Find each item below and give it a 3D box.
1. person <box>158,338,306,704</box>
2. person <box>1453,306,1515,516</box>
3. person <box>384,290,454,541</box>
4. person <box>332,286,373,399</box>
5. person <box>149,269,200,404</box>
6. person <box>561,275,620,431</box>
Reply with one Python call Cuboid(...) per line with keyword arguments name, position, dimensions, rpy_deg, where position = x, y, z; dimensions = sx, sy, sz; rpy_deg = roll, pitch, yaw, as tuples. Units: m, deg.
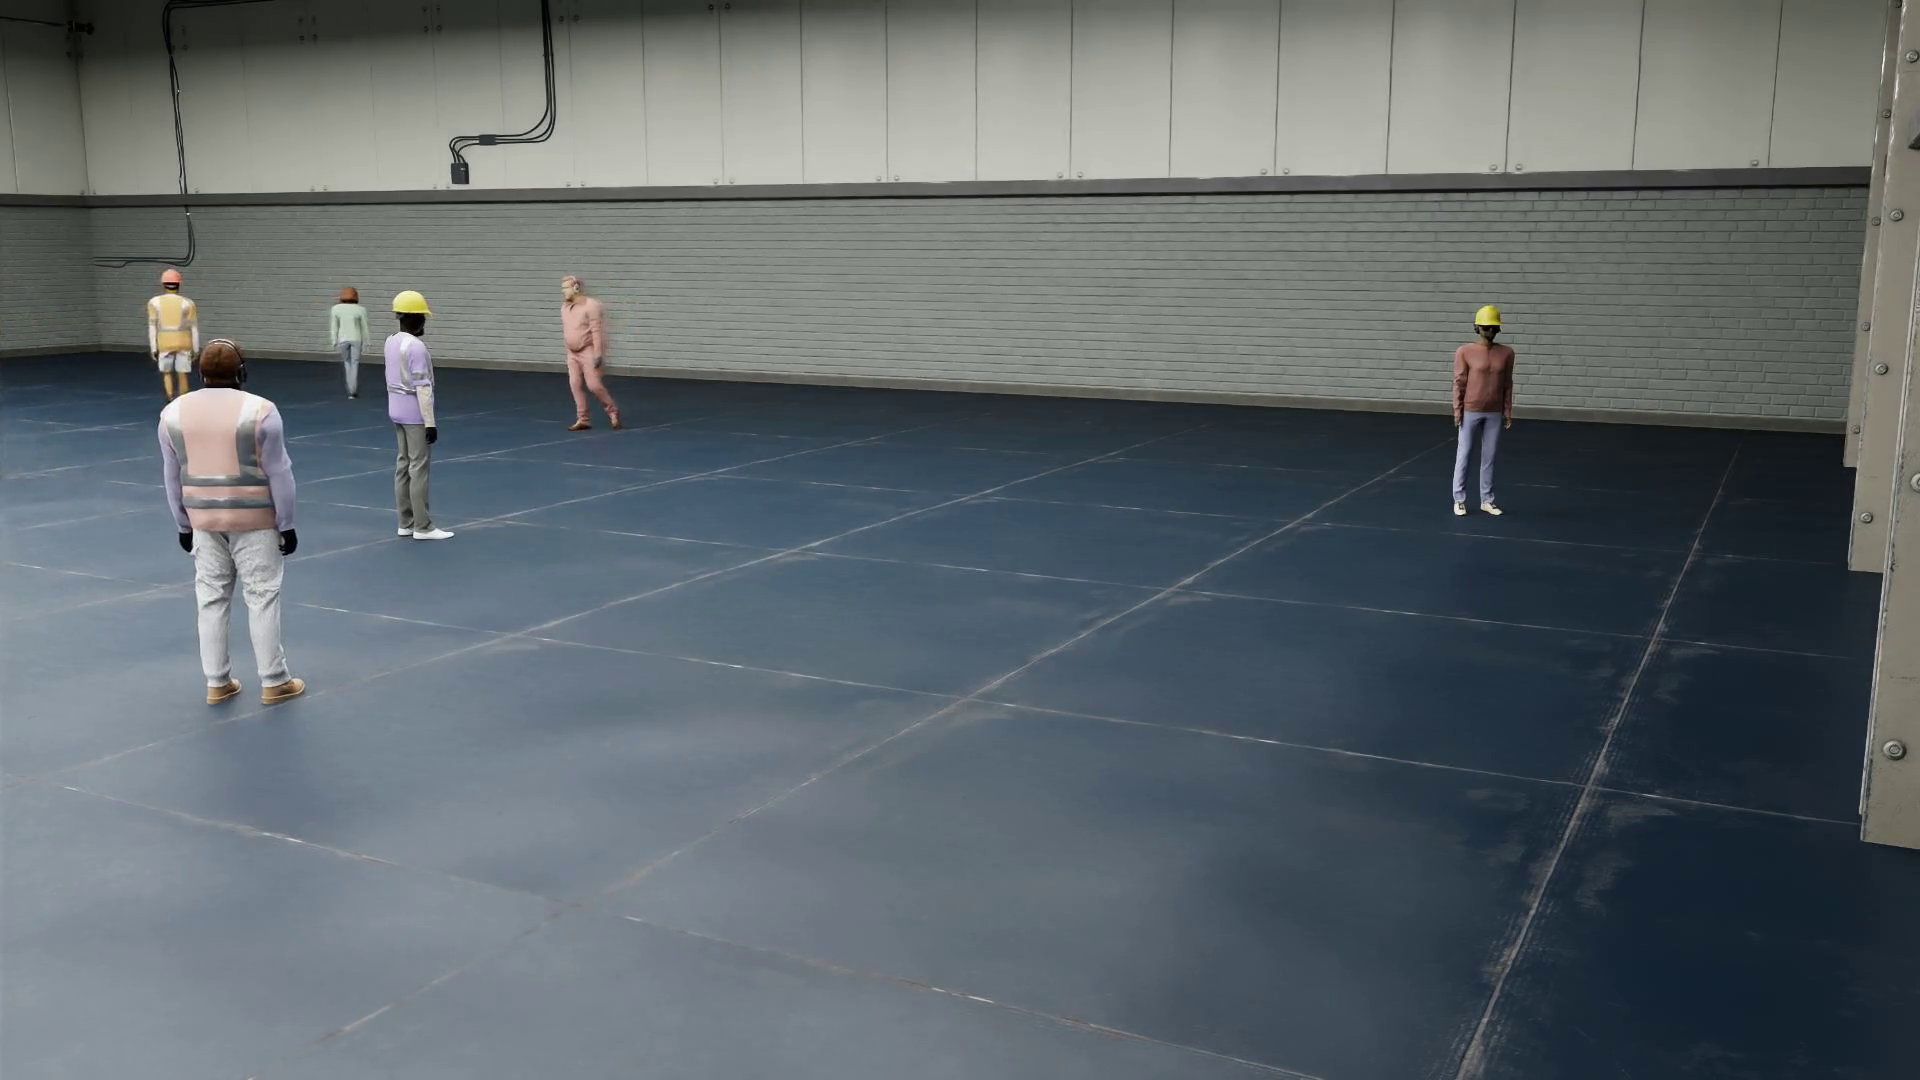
Cuboid(name="person", position=(-3.630, -0.082, 8.346), dimensions=(0.642, 1.843, 0.429), rpy_deg=(0, 10, 3))
Cuboid(name="person", position=(4.396, -1.079, 13.981), dimensions=(0.525, 1.769, 0.316), rpy_deg=(-1, 10, -7))
Cuboid(name="person", position=(-4.221, -0.957, 12.872), dimensions=(0.363, 1.928, 0.587), rpy_deg=(-10, 14, -42))
Cuboid(name="person", position=(-8.823, -2.880, 24.218), dimensions=(0.530, 1.600, 0.753), rpy_deg=(0, 10, -2))
Cuboid(name="person", position=(-9.938, -2.459, 21.067), dimensions=(0.579, 1.923, 0.404), rpy_deg=(-3, 11, -18))
Cuboid(name="person", position=(-4.493, -2.258, 20.121), dimensions=(0.668, 1.876, 0.621), rpy_deg=(7, 13, 35))
